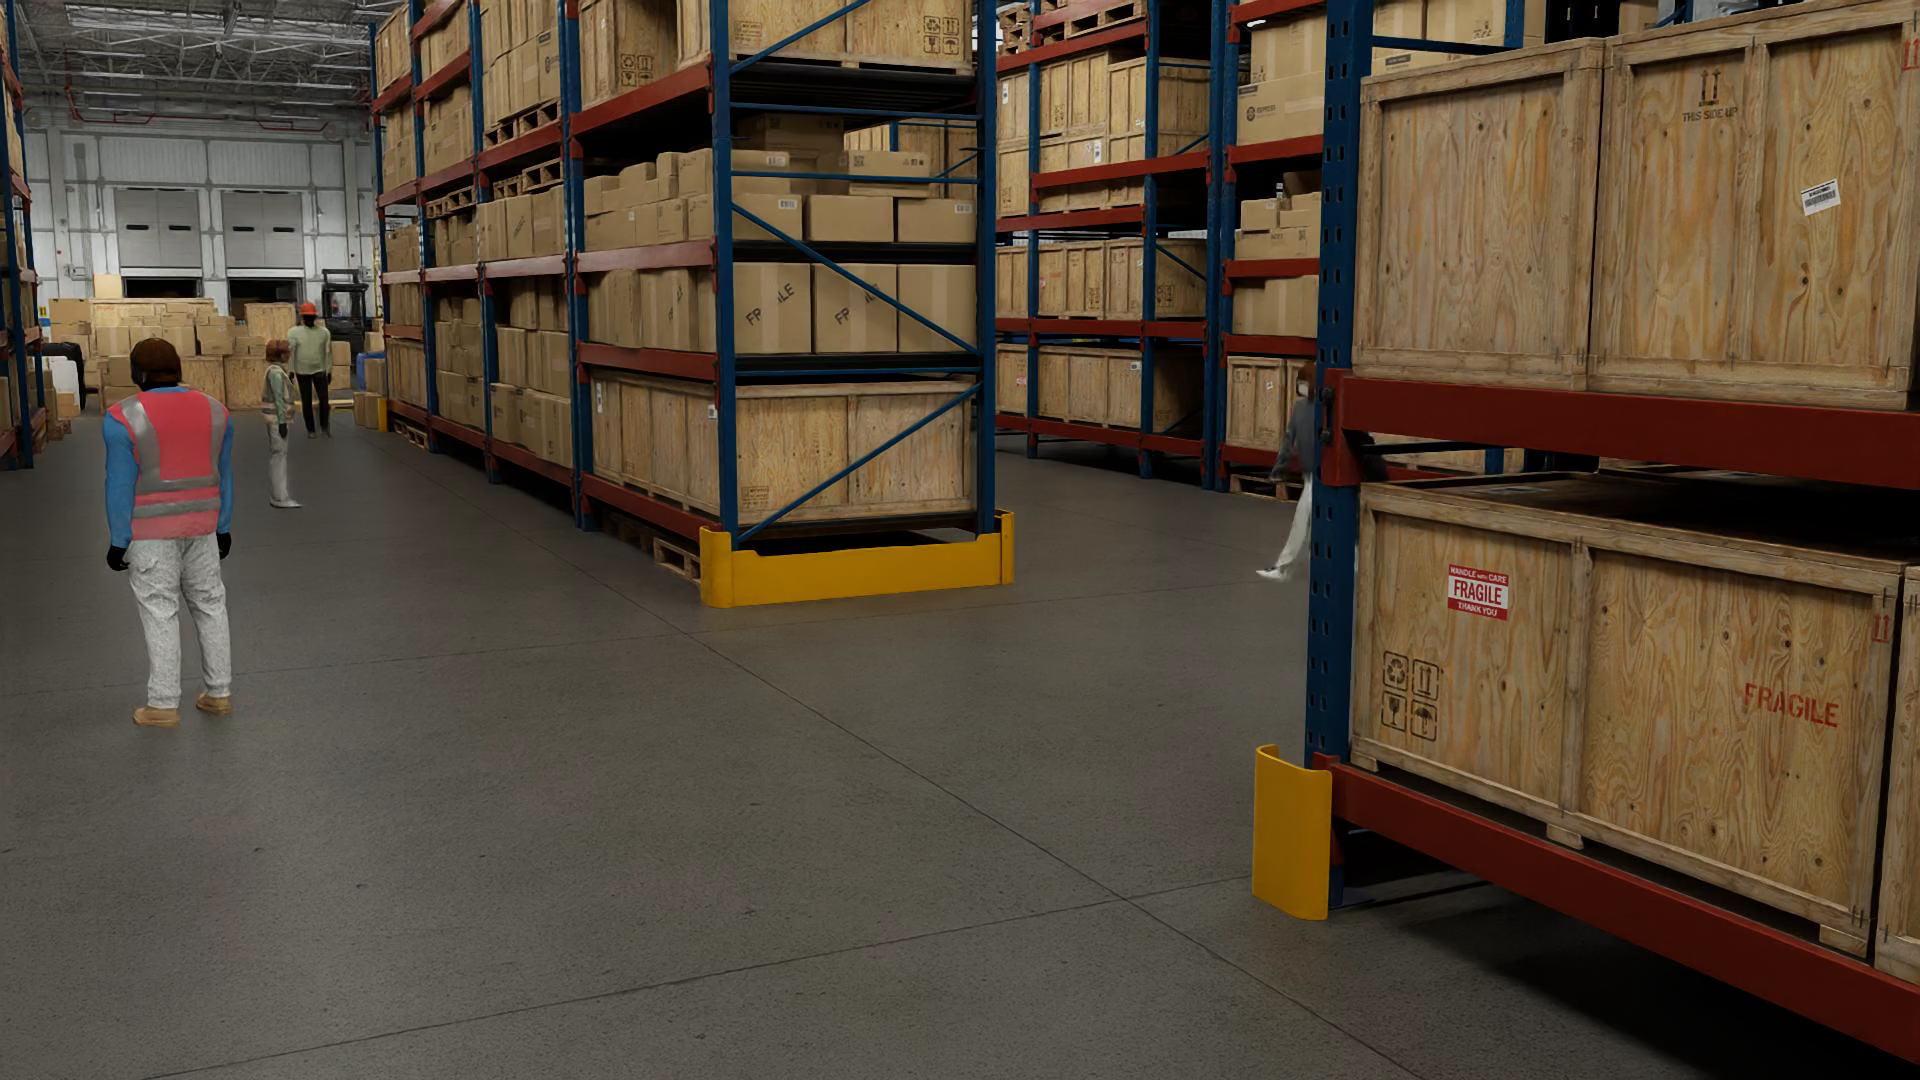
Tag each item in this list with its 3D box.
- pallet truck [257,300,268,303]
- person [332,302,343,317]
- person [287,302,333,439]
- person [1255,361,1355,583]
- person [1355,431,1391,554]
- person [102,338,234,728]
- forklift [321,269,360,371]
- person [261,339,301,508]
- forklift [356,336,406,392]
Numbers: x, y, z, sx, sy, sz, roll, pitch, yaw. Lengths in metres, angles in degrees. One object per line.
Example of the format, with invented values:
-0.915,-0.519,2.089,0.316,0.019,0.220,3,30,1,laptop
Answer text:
-23.913,-7.404,58.171,1.885,1.965,0.823,-1,8,-9,pallet truck
-22.228,-7.480,59.029,0.930,1.896,0.574,3,9,20,person
-9.306,-2.415,23.846,0.630,1.965,0.779,-4,9,-24,person
2.514,-0.482,11.883,0.889,1.578,0.492,-3,9,-19,person
3.115,-0.767,12.857,0.764,1.863,0.659,-1,8,-9,person
-3.759,-0.036,7.908,0.429,1.839,0.633,5,10,33,person
-16.624,-5.900,44.776,1.129,2.768,1.873,-5,9,-29,forklift
-6.593,-1.126,16.117,0.310,1.636,0.523,-4,9,-25,person
-9.441,-3.580,28.777,1.873,2.768,1.129,-4,9,-26,forklift
